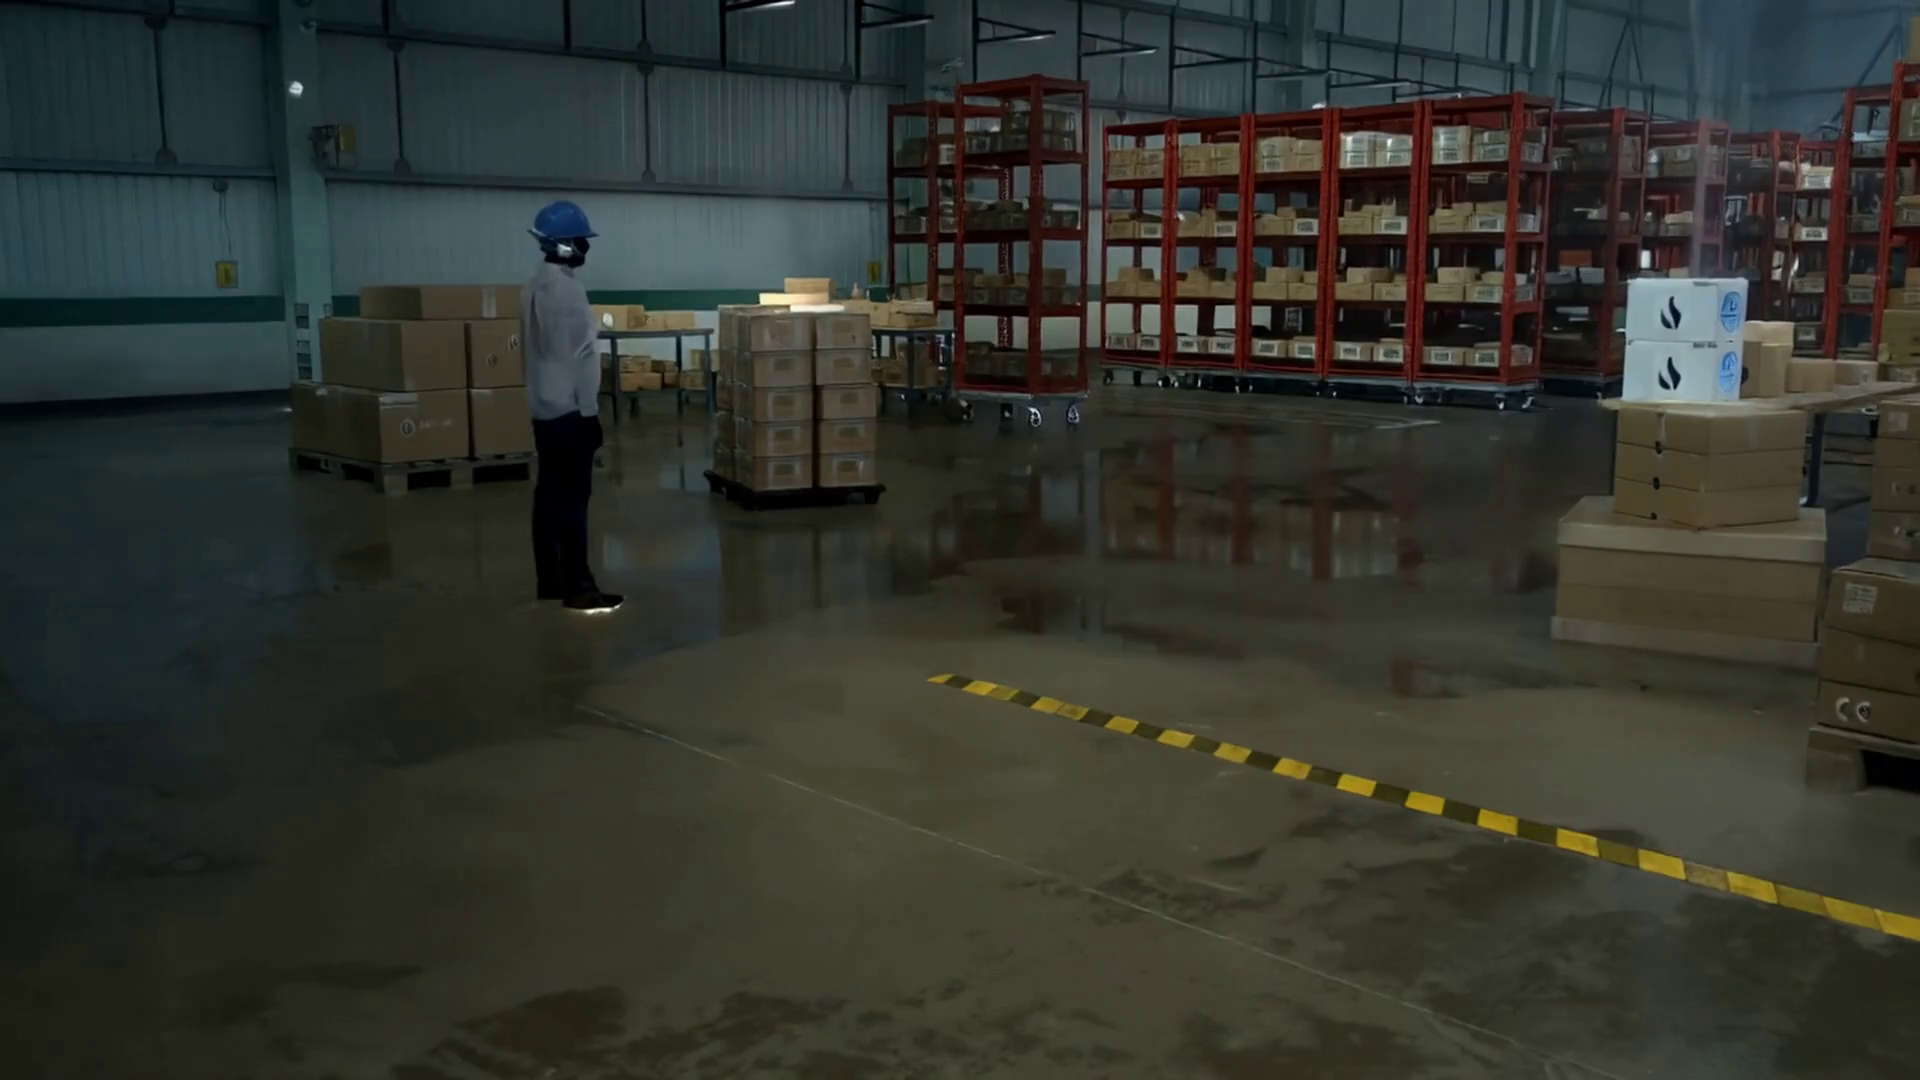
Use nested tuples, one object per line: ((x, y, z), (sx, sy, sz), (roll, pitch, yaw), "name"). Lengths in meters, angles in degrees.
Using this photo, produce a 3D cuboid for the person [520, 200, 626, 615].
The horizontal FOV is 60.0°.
((-1.915, -0.638, 8.102), (0.379, 1.996, 0.611), (-7, 12, -38), "person")
